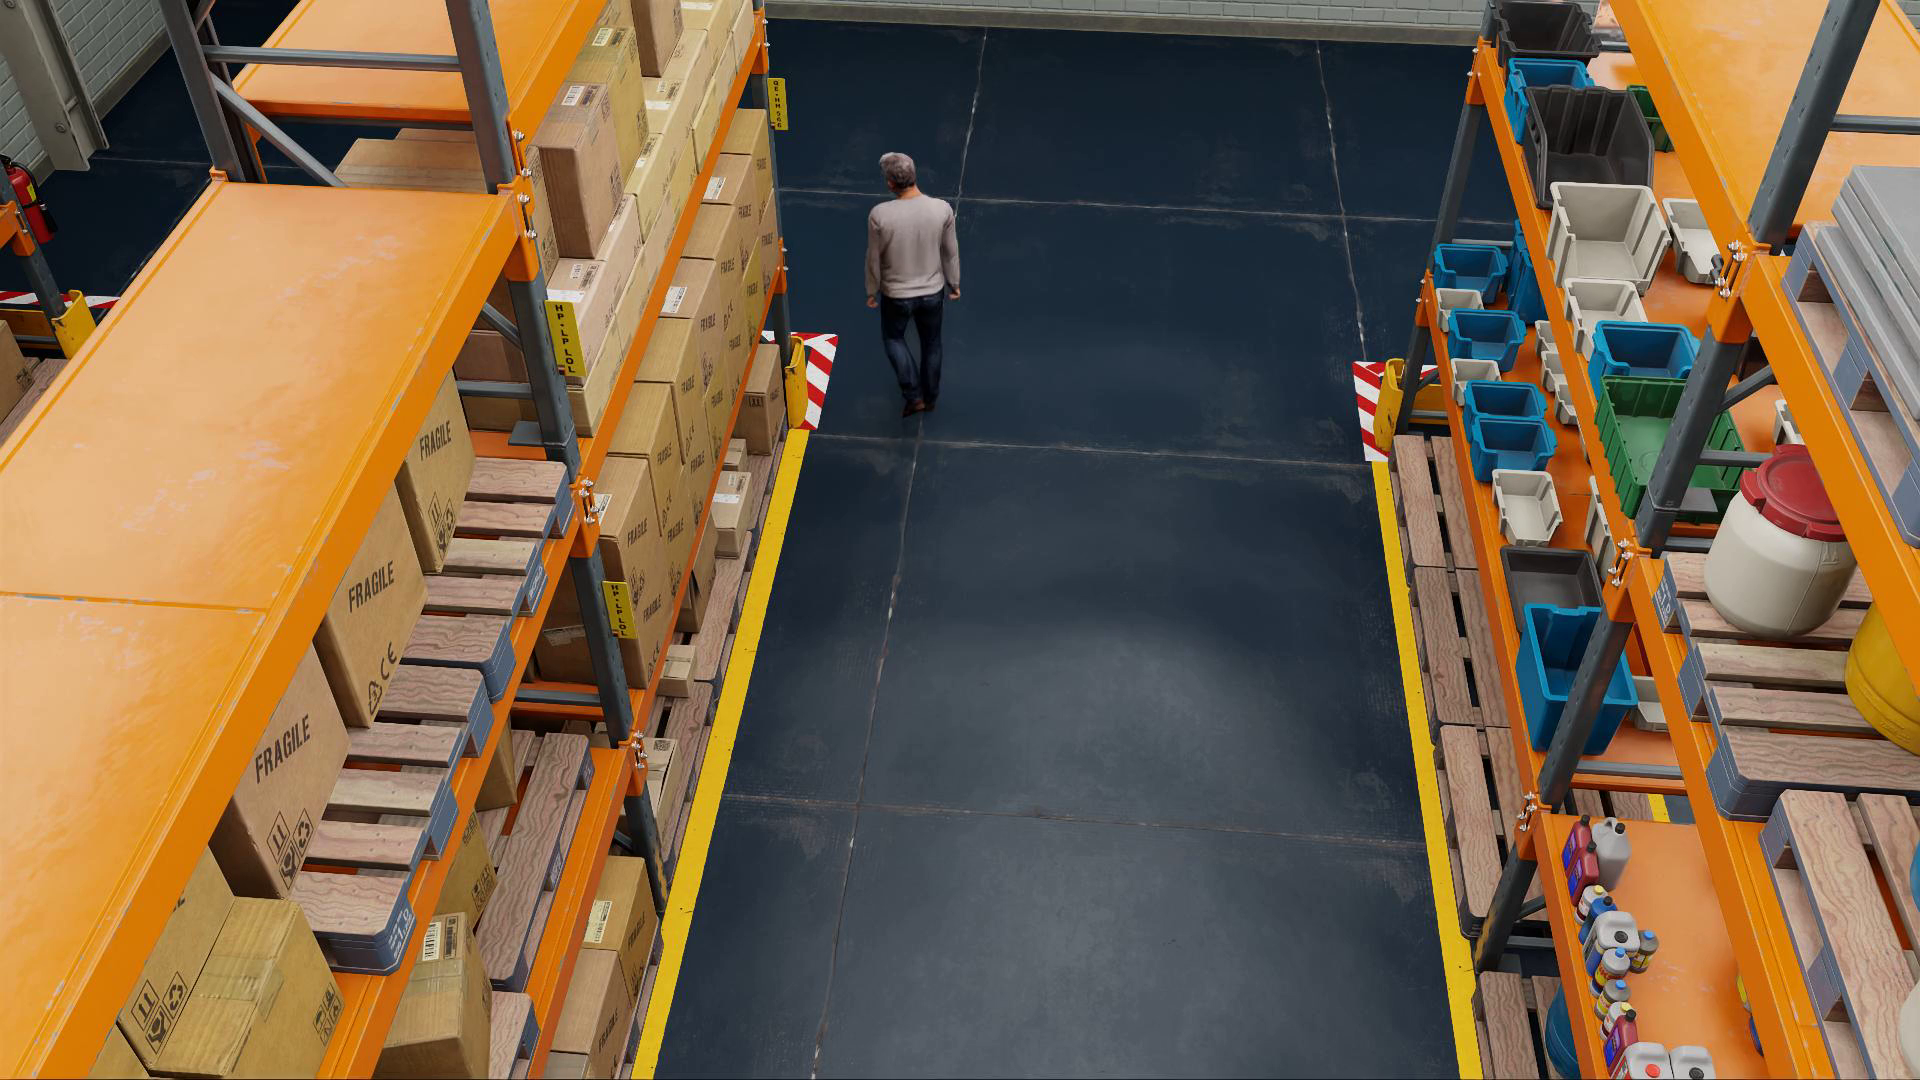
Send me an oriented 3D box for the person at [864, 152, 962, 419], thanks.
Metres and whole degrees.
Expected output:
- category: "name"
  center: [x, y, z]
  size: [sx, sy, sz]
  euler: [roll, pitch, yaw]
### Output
- category: "person"
  center: [-0.296, -1.509, 10.449]
  size: [0.897, 1.879, 0.956]
  euler: [-6, 43, -6]
